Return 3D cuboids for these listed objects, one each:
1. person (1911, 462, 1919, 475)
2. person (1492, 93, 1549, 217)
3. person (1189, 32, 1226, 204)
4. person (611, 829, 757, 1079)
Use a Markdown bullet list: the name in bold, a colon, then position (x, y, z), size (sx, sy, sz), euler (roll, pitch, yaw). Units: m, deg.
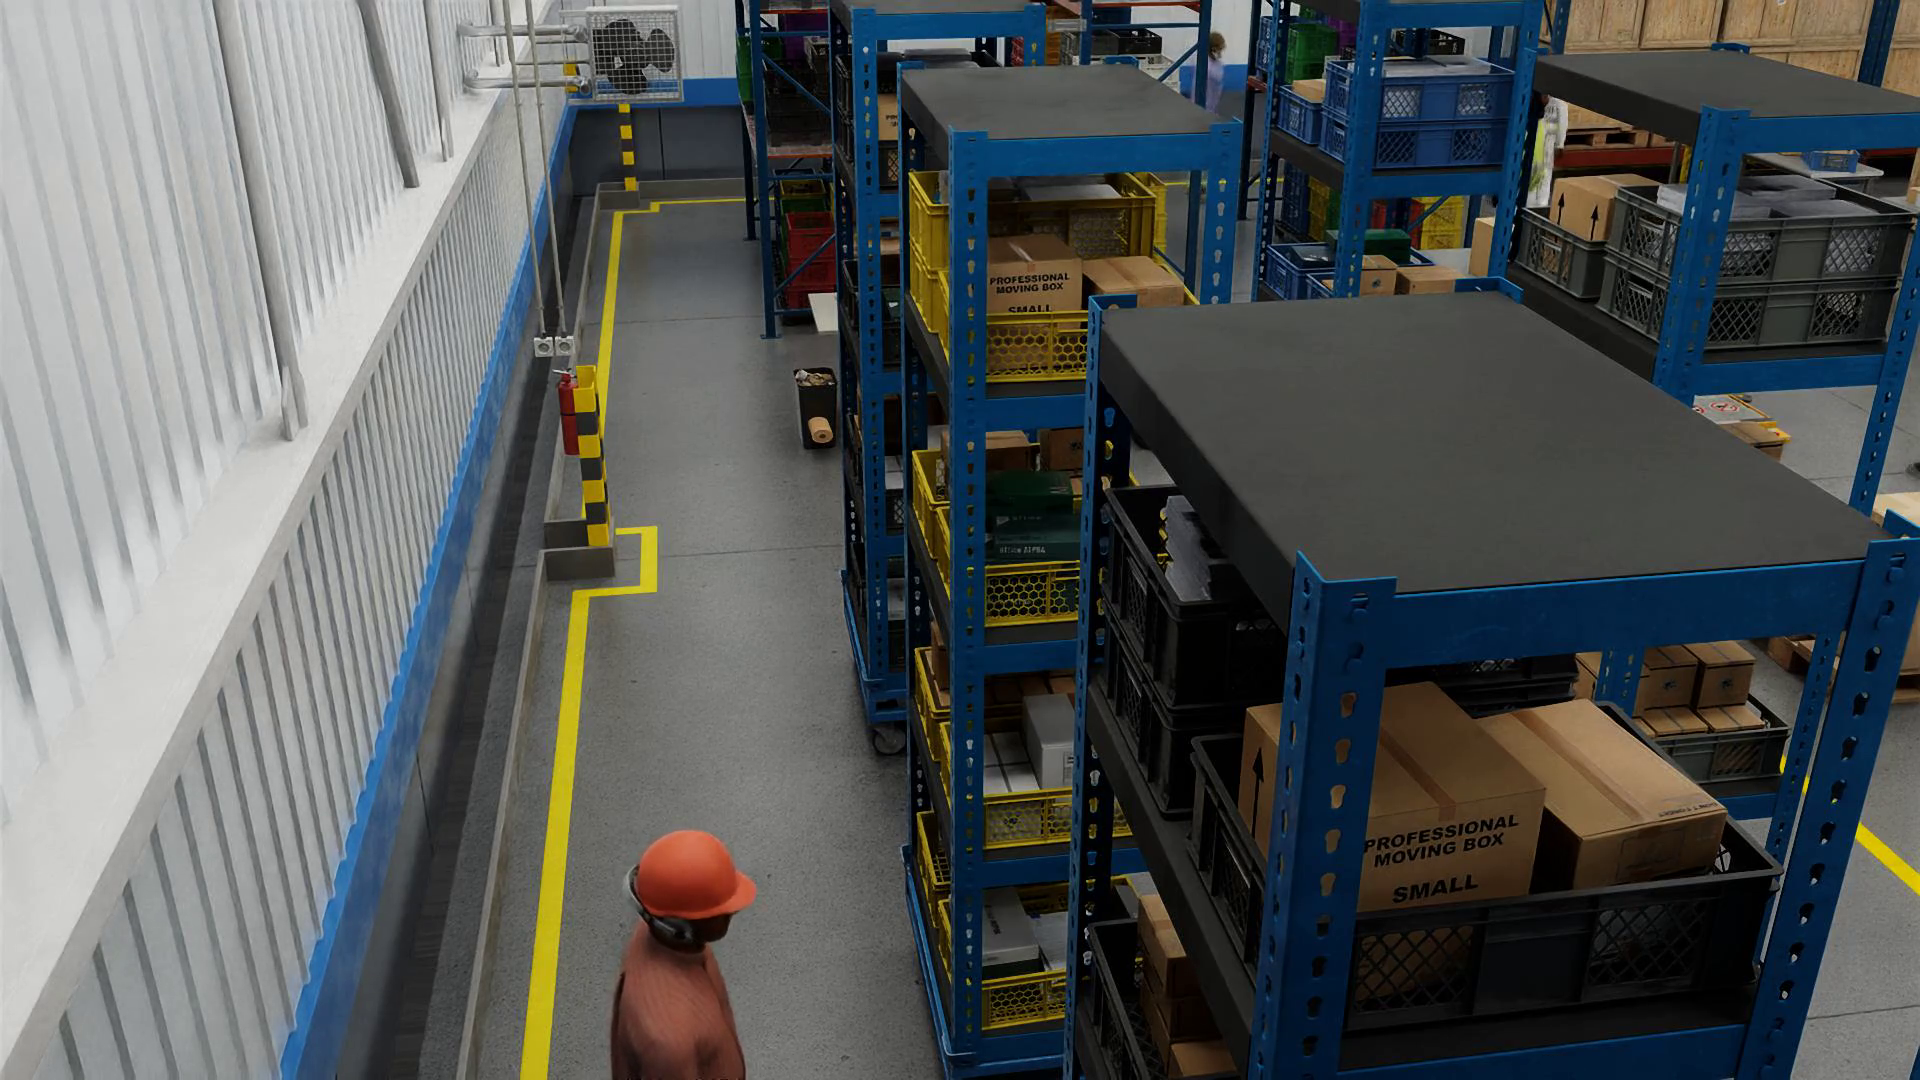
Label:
- **person**: position (6.884, -1.205, 11.066), size (0.696, 1.807, 0.482), euler (6, 25, 13)
- **person**: position (5.228, -3.350, 15.728), size (0.720, 1.820, 0.607), euler (-13, 28, -26)
- **person**: position (2.777, -4.757, 18.693), size (0.377, 1.899, 0.783), euler (7, 26, 15)
- **person**: position (-0.740, 1.651, 4.646), size (0.423, 1.983, 0.614), euler (-3, 25, -6)
